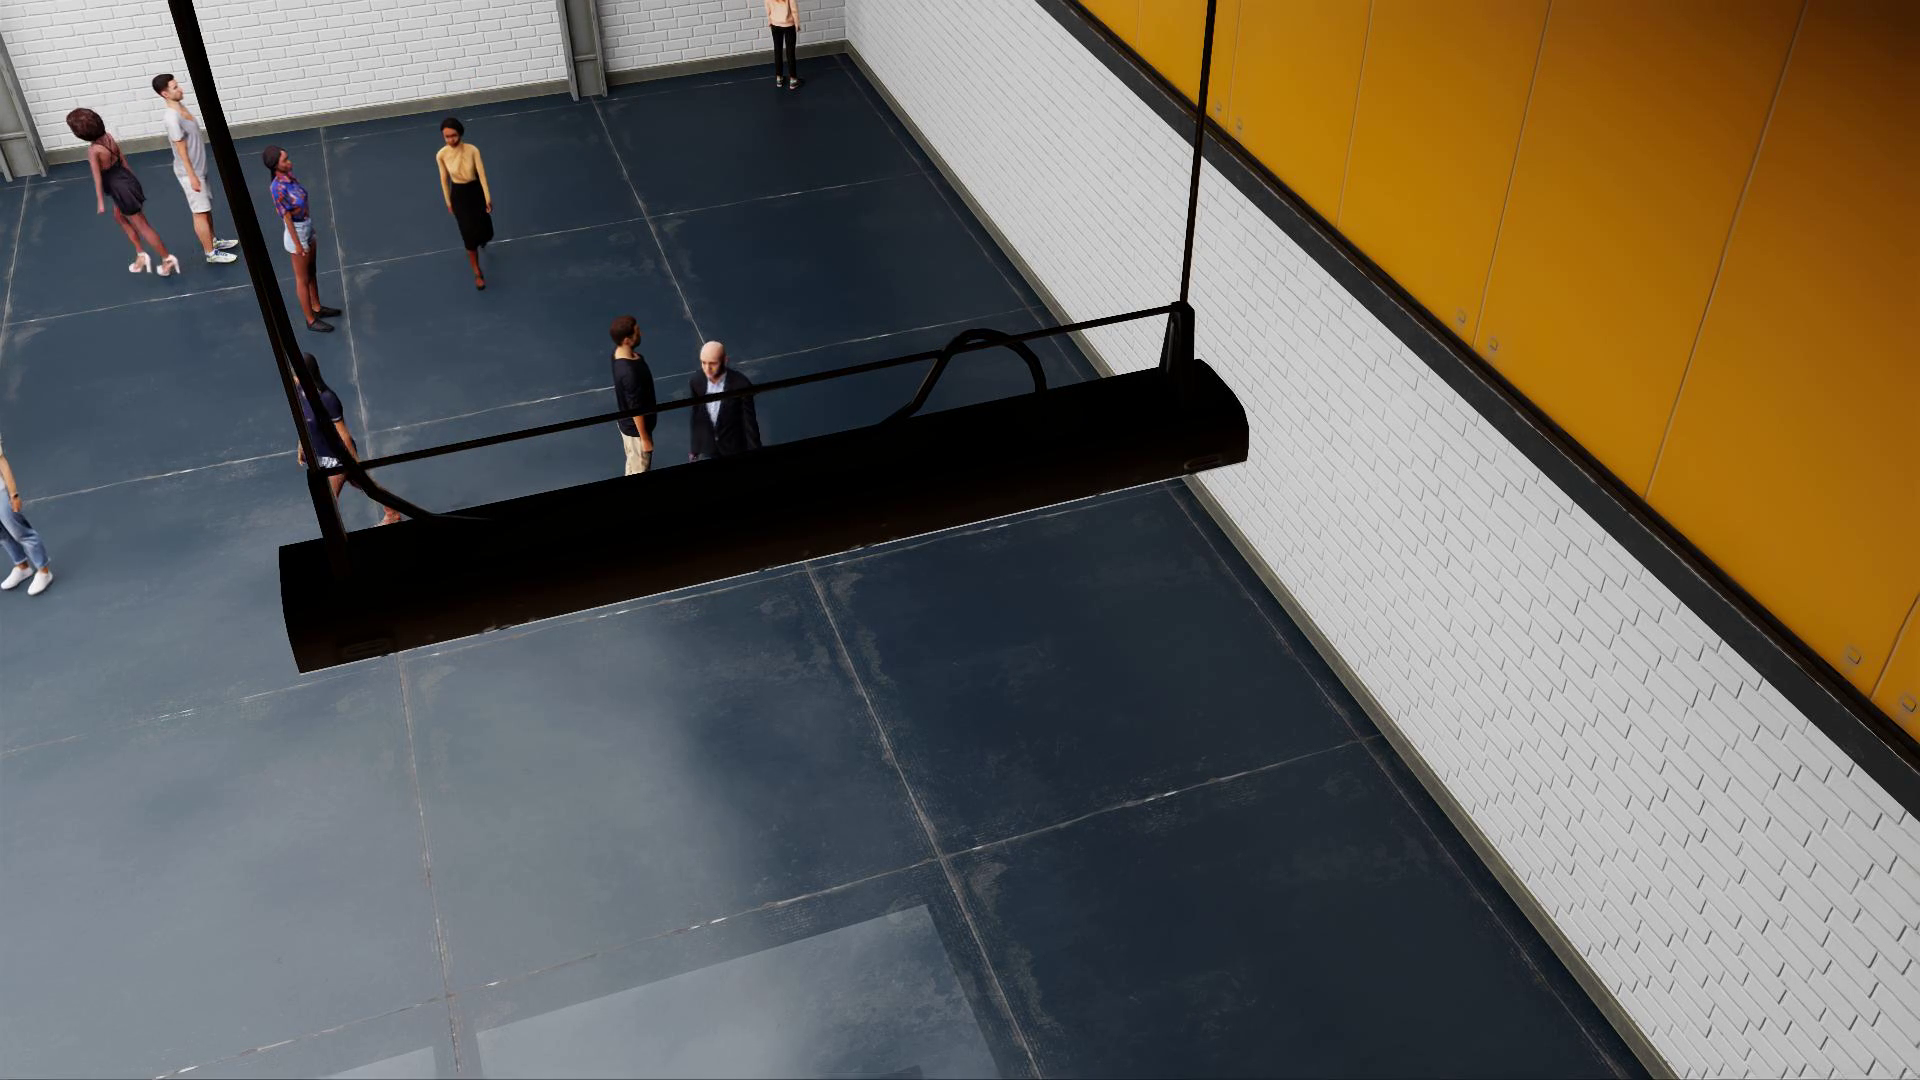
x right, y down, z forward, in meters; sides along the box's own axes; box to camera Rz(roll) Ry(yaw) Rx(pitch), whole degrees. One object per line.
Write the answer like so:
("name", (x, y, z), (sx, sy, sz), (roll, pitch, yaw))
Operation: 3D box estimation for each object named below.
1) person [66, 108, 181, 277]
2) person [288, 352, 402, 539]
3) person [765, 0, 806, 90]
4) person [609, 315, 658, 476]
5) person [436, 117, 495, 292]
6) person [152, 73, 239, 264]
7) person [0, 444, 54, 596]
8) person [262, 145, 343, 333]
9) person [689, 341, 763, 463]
("person", (-7.709, -3.216, 15.482), (0.790, 1.748, 0.677), (3, 39, 4))
("person", (-4.549, -0.660, 12.309), (0.941, 1.713, 1.209), (30, 48, 32))
("person", (-2.033, -5.934, 19.099), (0.637, 1.481, 0.705), (14, 41, 17))
("person", (-2.431, -0.856, 12.444), (0.545, 1.851, 0.634), (-12, 40, -14))
("person", (-4.570, -3.180, 15.530), (0.866, 1.632, 0.653), (-10, 40, -12))
("person", (-7.308, -3.543, 15.805), (0.599, 1.855, 0.692), (-9, 40, -11))
("person", (-6.935, -0.353, 11.917), (0.663, 1.723, 0.766), (8, 39, 10))
("person", (-5.903, -2.703, 14.845), (0.616, 1.741, 0.646), (-1, 39, -1))
("person", (-1.709, -0.736, 12.344), (0.901, 1.788, 0.961), (12, 40, 15))
